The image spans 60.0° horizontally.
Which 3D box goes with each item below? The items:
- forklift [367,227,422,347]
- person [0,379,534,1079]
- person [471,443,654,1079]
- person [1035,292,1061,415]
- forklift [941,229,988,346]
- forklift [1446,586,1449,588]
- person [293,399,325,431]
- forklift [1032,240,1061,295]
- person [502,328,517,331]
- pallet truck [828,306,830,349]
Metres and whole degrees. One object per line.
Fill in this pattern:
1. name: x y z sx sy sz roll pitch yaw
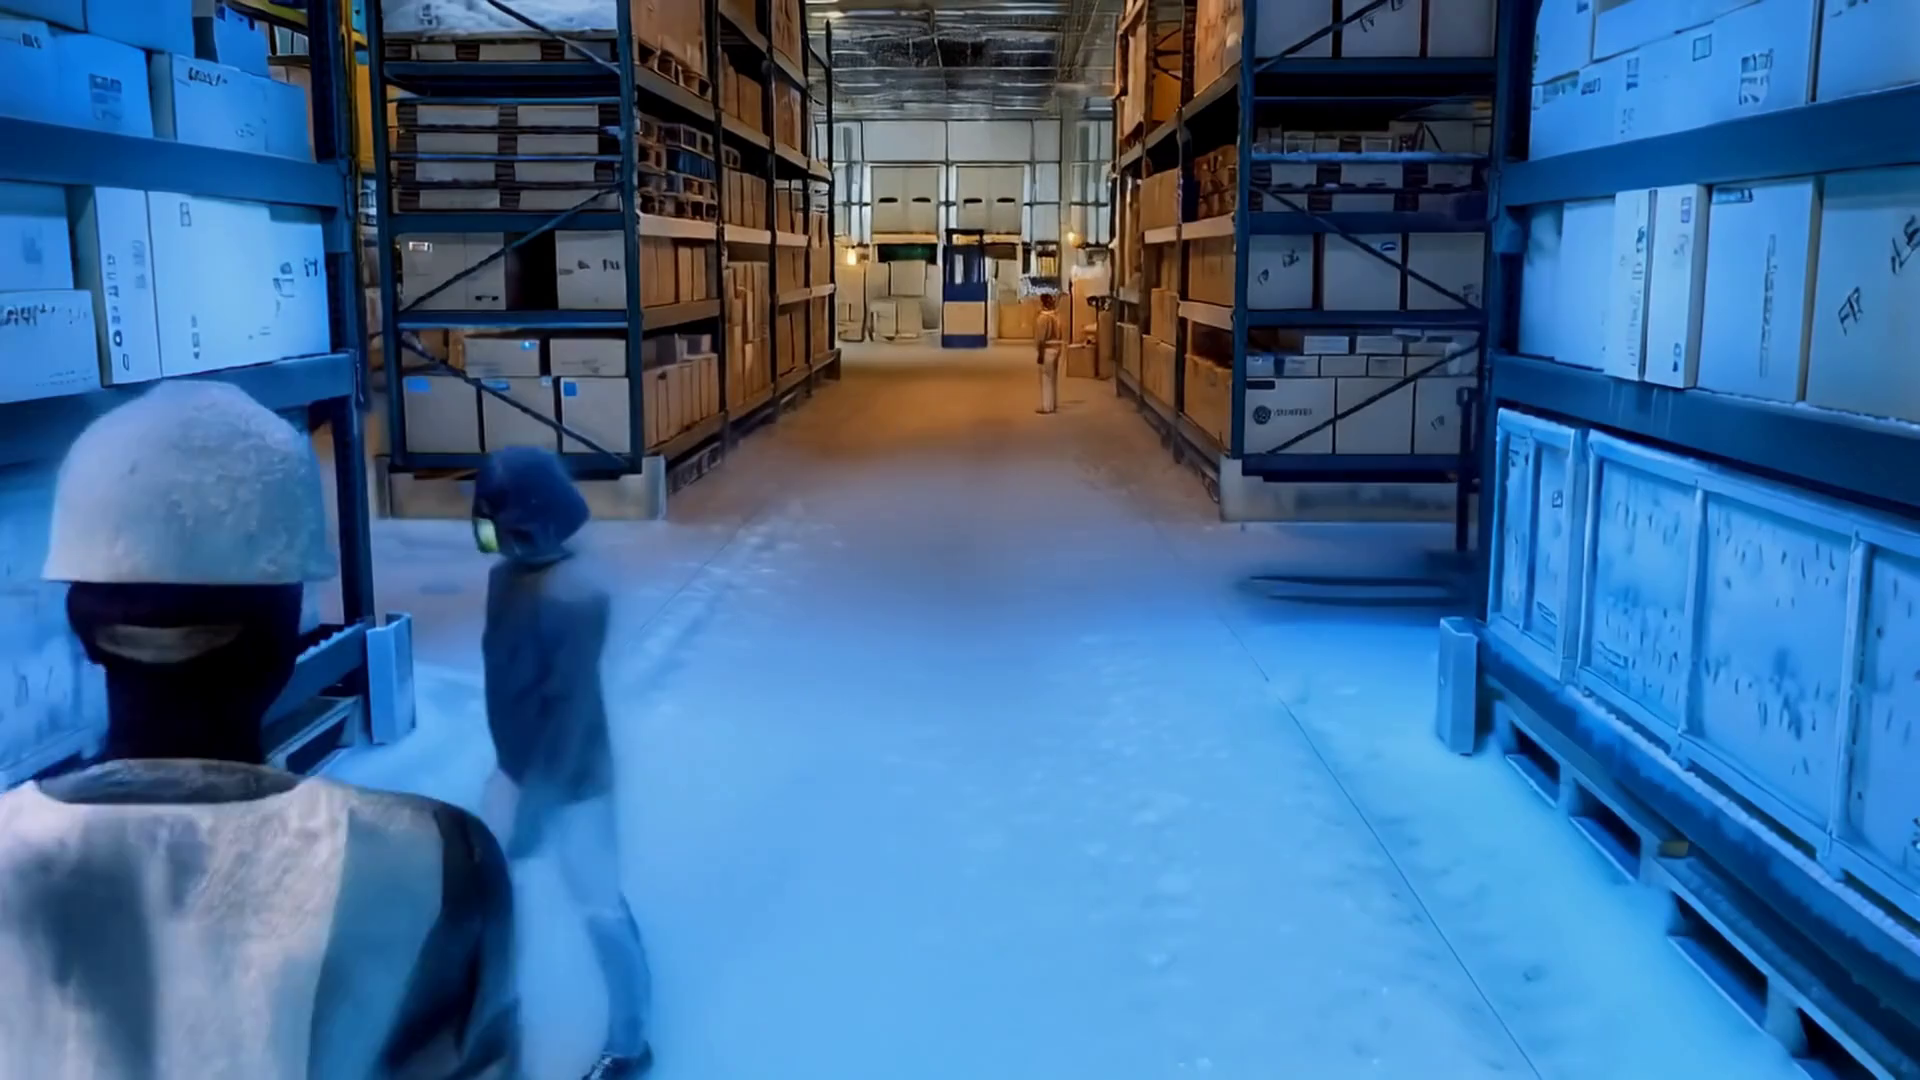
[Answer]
1. forklift: -13.120 -5.826 38.458 1.129 2.768 1.873 0 9 1
2. person: -0.683 0.812 1.565 0.589 1.914 0.587 -2 10 -12
3. person: -1.040 0.591 3.826 0.735 1.605 0.508 -9 13 -43
4. person: 1.180 -2.471 22.105 0.319 1.628 0.509 4 10 22
5. forklift: 0.124 -6.117 40.203 1.129 2.768 1.873 0 9 1
6. forklift: 3.904 -0.991 9.499 1.873 2.768 1.129 0 9 1
7. person: -5.022 -0.985 12.429 0.629 1.883 0.465 -7 12 -37
8. forklift: 3.172 -9.648 61.356 1.129 2.768 1.873 0 9 1
9. person: -9.148 -4.486 33.528 0.426 1.854 0.508 3 10 17
10. pallet truck: -3.100 -3.940 29.800 1.885 1.965 0.823 3 10 19
